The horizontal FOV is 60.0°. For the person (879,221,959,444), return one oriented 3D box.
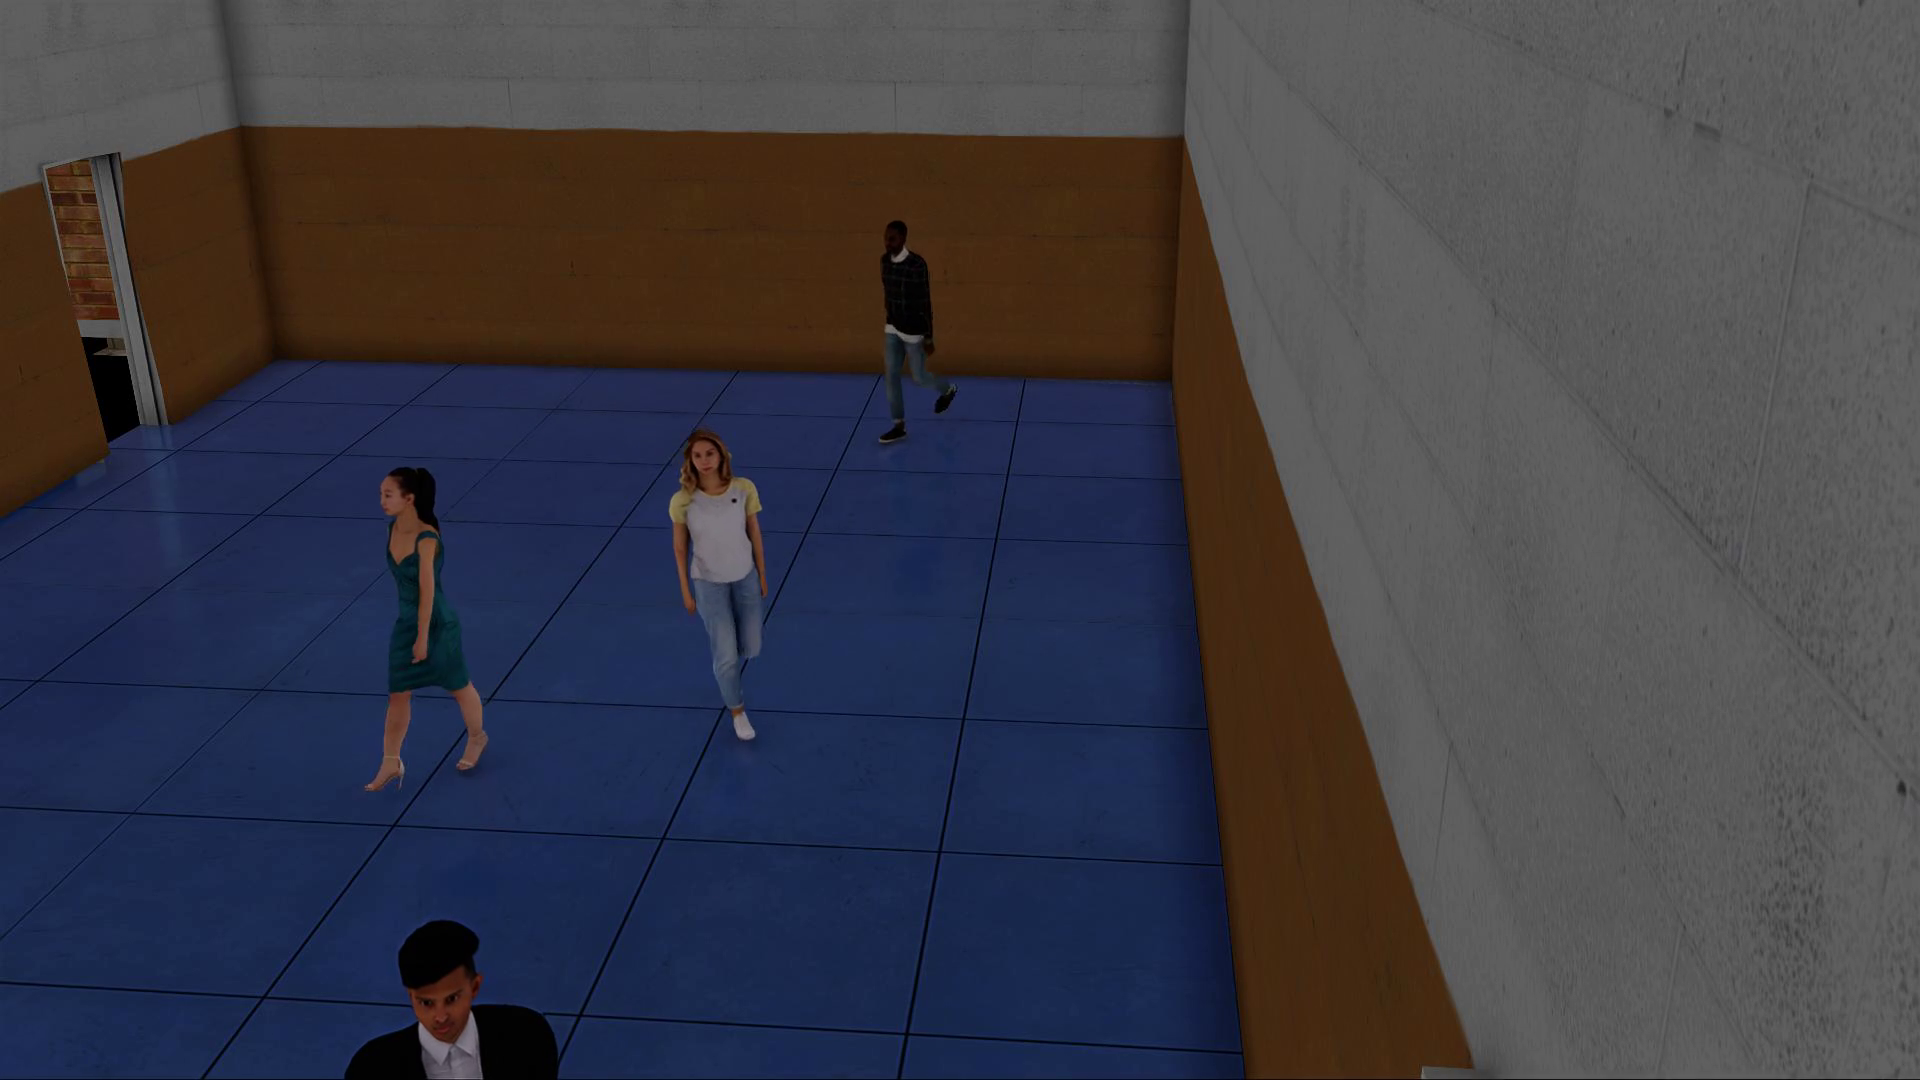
[{"bbox_3d":[-0.358,-1.687,13.362,1.161,1.773,1.115,17,27,36],"label":"person"}]

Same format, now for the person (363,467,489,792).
[{"bbox_3d":[-2.565,0.429,8.251,0.937,1.656,0.924,16,27,34],"label":"person"}]

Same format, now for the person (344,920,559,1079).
[{"bbox_3d":[-1.303,1.867,4.506,0.670,1.780,0.834,-9,23,-20],"label":"person"}]

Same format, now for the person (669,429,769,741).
[{"bbox_3d":[-1.270,0.210,8.707,0.844,1.708,0.889,-10,24,-24],"label":"person"}]
